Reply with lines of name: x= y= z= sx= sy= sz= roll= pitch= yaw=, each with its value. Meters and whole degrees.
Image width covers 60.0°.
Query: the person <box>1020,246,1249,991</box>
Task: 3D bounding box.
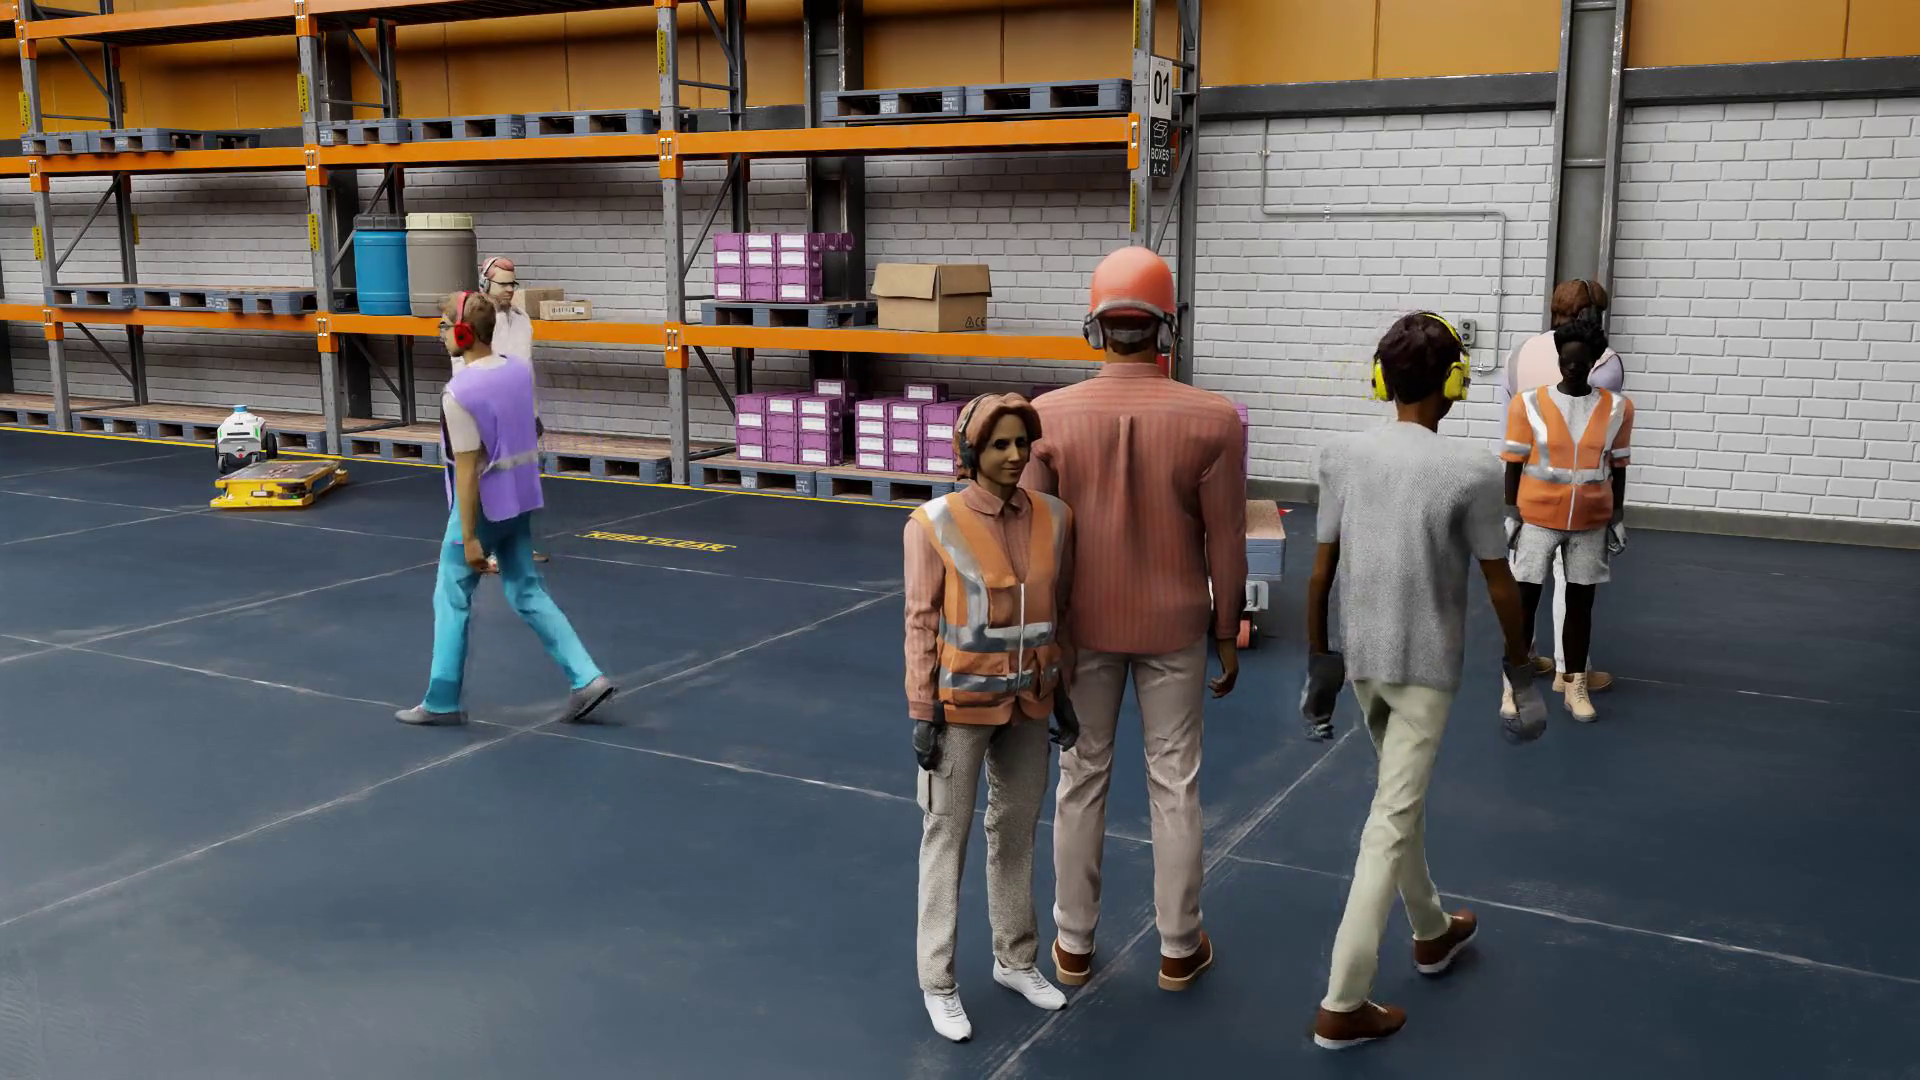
person: x=0.457 y=0.227 z=4.450 sx=0.612 sy=1.997 sz=0.376 roll=2 pitch=11 yaw=10

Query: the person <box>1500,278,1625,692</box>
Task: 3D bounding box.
person: x=2.718 y=-0.246 z=7.475 sx=0.429 sy=1.839 sz=0.634 roll=-6 pitch=12 yaw=-28

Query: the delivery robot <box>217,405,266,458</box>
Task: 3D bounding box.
delivery robot: x=-6.268 y=-0.937 z=14.525 sx=0.477 sy=0.478 sz=0.707 roll=-3 pitch=11 yaw=-18

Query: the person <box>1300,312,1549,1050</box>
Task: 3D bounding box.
person: x=1.222 y=0.344 z=4.275 sx=0.927 sy=1.826 sz=0.534 roll=-8 pitch=13 yaw=-38

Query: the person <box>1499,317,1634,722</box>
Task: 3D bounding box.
person: x=2.520 y=-0.079 z=6.952 sx=0.529 sy=1.695 sz=0.321 roll=1 pitch=10 yaw=7

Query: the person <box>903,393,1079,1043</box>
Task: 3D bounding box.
person: x=0.080 y=0.439 z=4.264 sx=0.511 sy=1.641 sz=0.308 roll=-7 pitch=12 yaw=-33

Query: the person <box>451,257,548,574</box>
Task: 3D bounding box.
person: x=-2.790 y=-0.763 z=10.145 sx=0.407 sy=1.902 sz=0.639 roll=6 pitch=12 yaw=28

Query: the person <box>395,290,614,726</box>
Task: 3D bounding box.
person: x=-1.899 y=-0.110 z=6.797 sx=0.868 sy=1.816 sz=0.586 roll=4 pitch=11 yaw=19

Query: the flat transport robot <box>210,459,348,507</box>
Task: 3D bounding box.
flat transport robot: x=-5.258 y=-0.453 z=12.909 sx=0.652 sy=0.197 sz=1.431 roll=-1 pitch=10 yaw=-7
